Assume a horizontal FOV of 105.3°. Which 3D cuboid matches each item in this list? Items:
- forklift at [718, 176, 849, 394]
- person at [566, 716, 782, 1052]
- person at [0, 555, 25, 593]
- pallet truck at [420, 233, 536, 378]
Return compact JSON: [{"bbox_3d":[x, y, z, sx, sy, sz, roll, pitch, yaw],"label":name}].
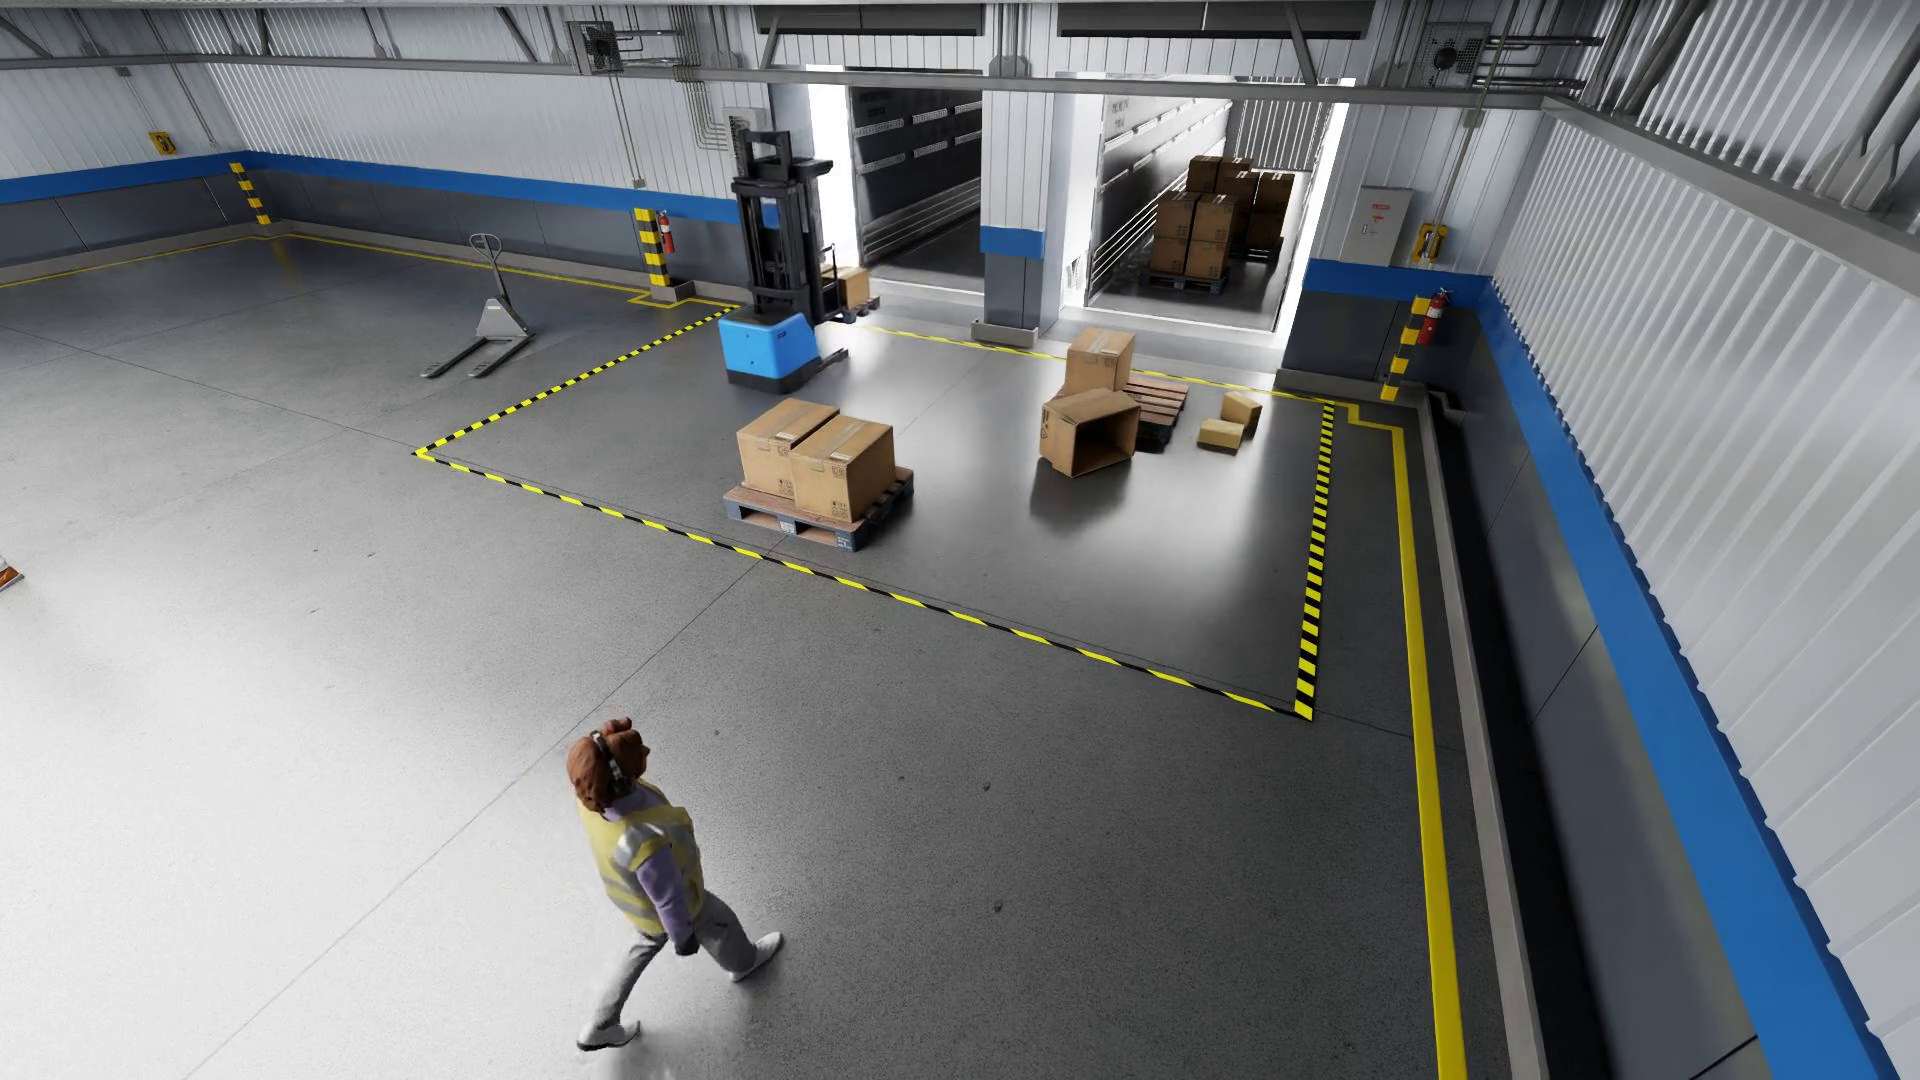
[{"bbox_3d":[-2.018,-2.625,7.612,0.716,2.013,0.776,15,38,20],"label":"forklift"},{"bbox_3d":[-1.095,1.241,2.557,0.521,1.609,0.794,29,44,34],"label":"person"},{"bbox_3d":[-6.915,-0.443,4.631,0.613,1.945,0.404,7,36,10],"label":"person"},{"bbox_3d":[-5.664,-2.712,8.427,0.680,1.201,1.601,0,35,-1],"label":"pallet truck"}]
